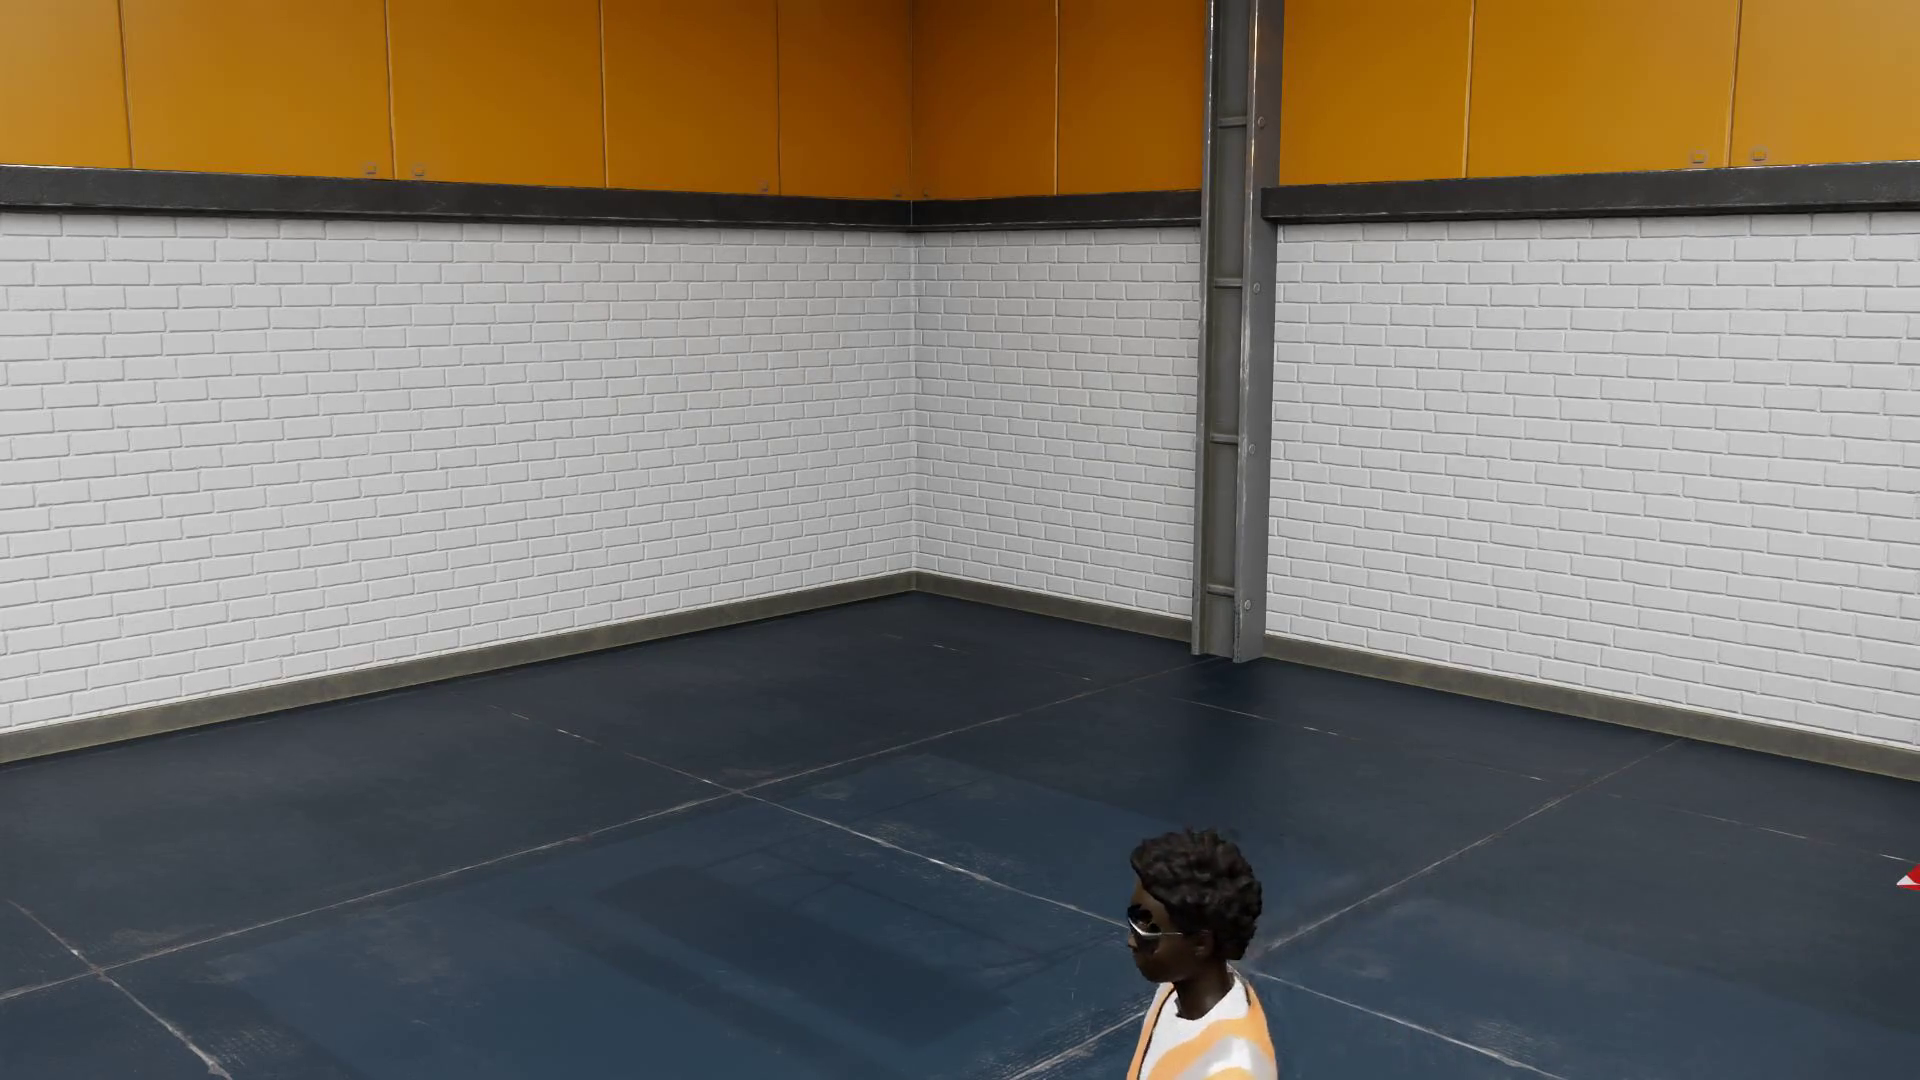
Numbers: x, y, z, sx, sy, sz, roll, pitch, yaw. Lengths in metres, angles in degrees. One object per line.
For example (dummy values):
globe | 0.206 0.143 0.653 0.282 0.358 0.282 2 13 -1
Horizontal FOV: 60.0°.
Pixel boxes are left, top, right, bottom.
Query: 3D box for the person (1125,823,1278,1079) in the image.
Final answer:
person | 0.322 1.310 2.950 0.834 1.663 0.538 1 9 5
